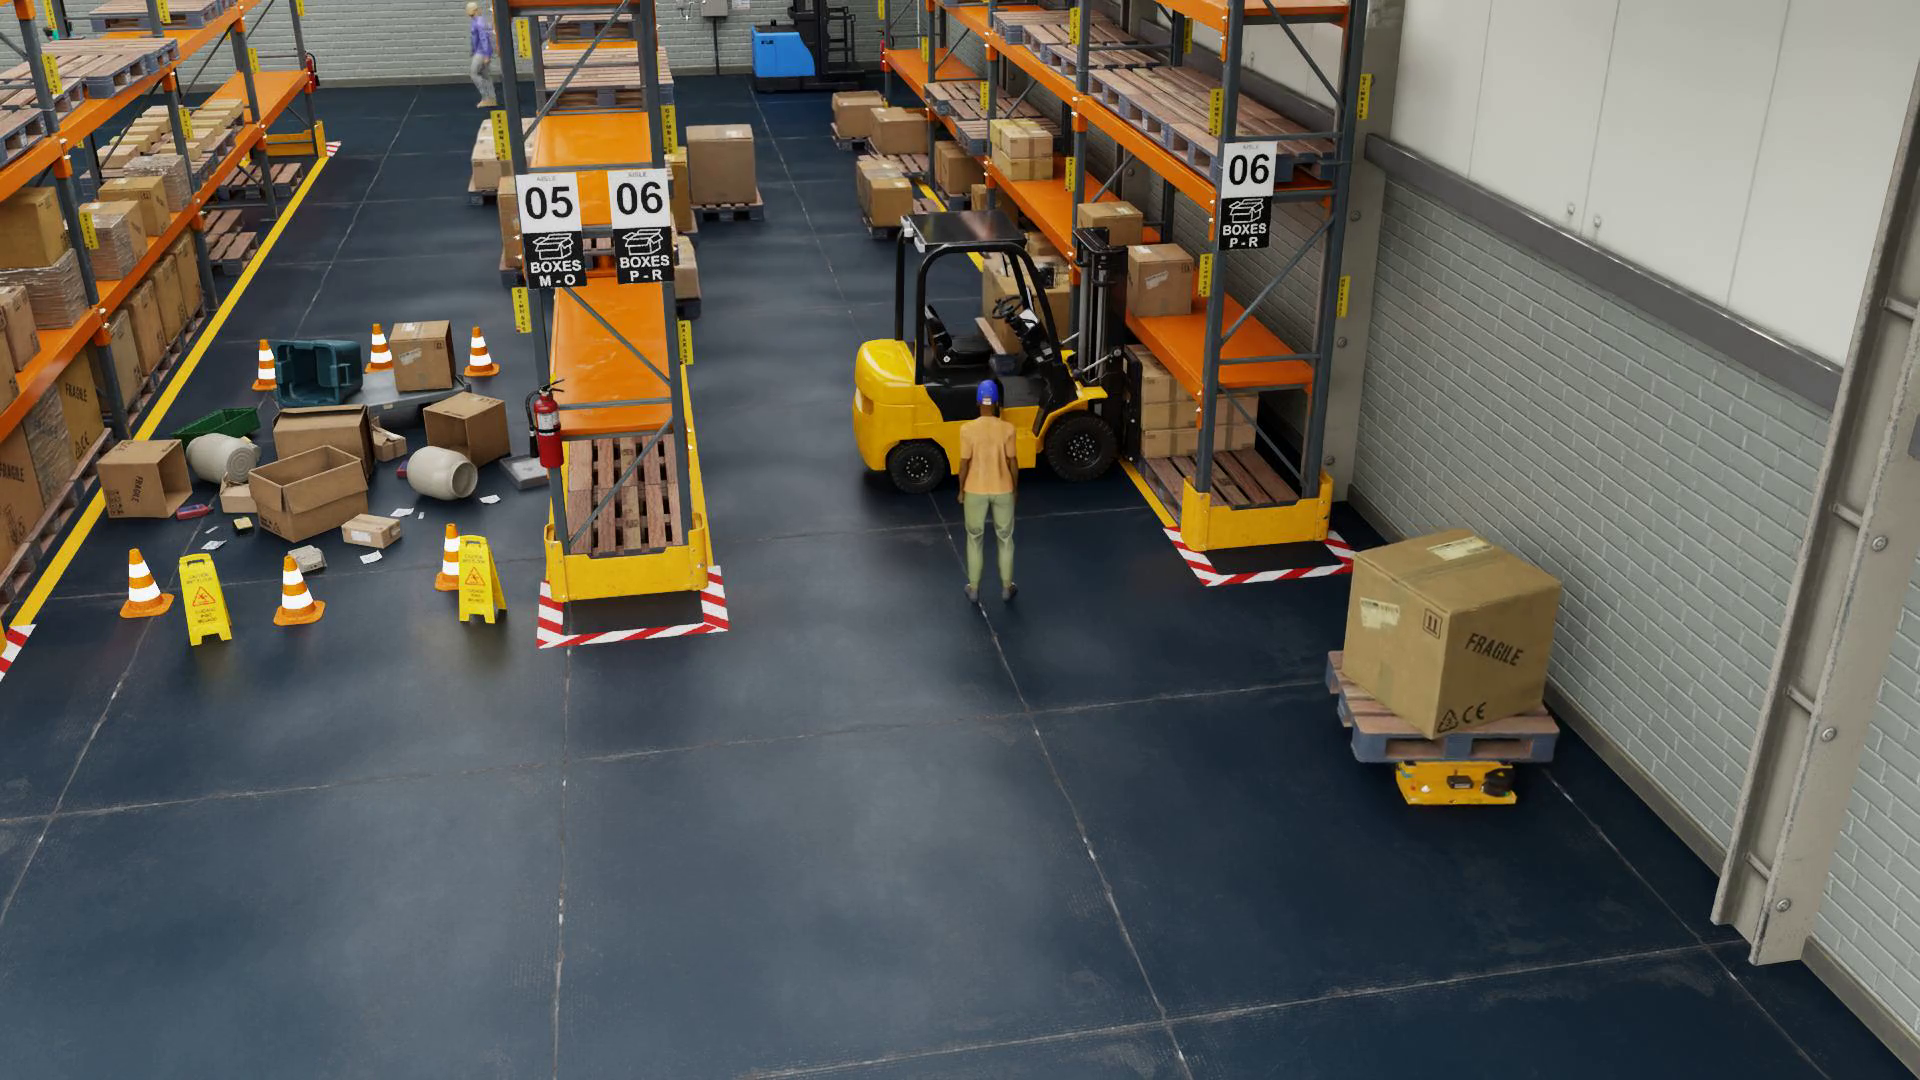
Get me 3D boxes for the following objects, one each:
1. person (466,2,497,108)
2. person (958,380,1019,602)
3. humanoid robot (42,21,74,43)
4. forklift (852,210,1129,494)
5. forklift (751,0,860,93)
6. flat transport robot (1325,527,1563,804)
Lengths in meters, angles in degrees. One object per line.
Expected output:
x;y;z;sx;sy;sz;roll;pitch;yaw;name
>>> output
-8.379;-8.431;28.945;0.543;1.783;0.617;-10;27;-20;person
0.210;-0.360;12.210;0.448;1.711;0.372;0;26;0;person
-14.834;-7.903;28.016;0.777;1.882;0.568;9;27;19;humanoid robot
0.216;-1.659;14.366;2.313;2.155;1.214;-5;26;-10;forklift
-2.872;-9.679;30.288;1.873;2.768;1.129;-5;26;-10;forklift
3.012;1.217;10.595;0.659;0.231;1.431;0;26;0;flat transport robot
